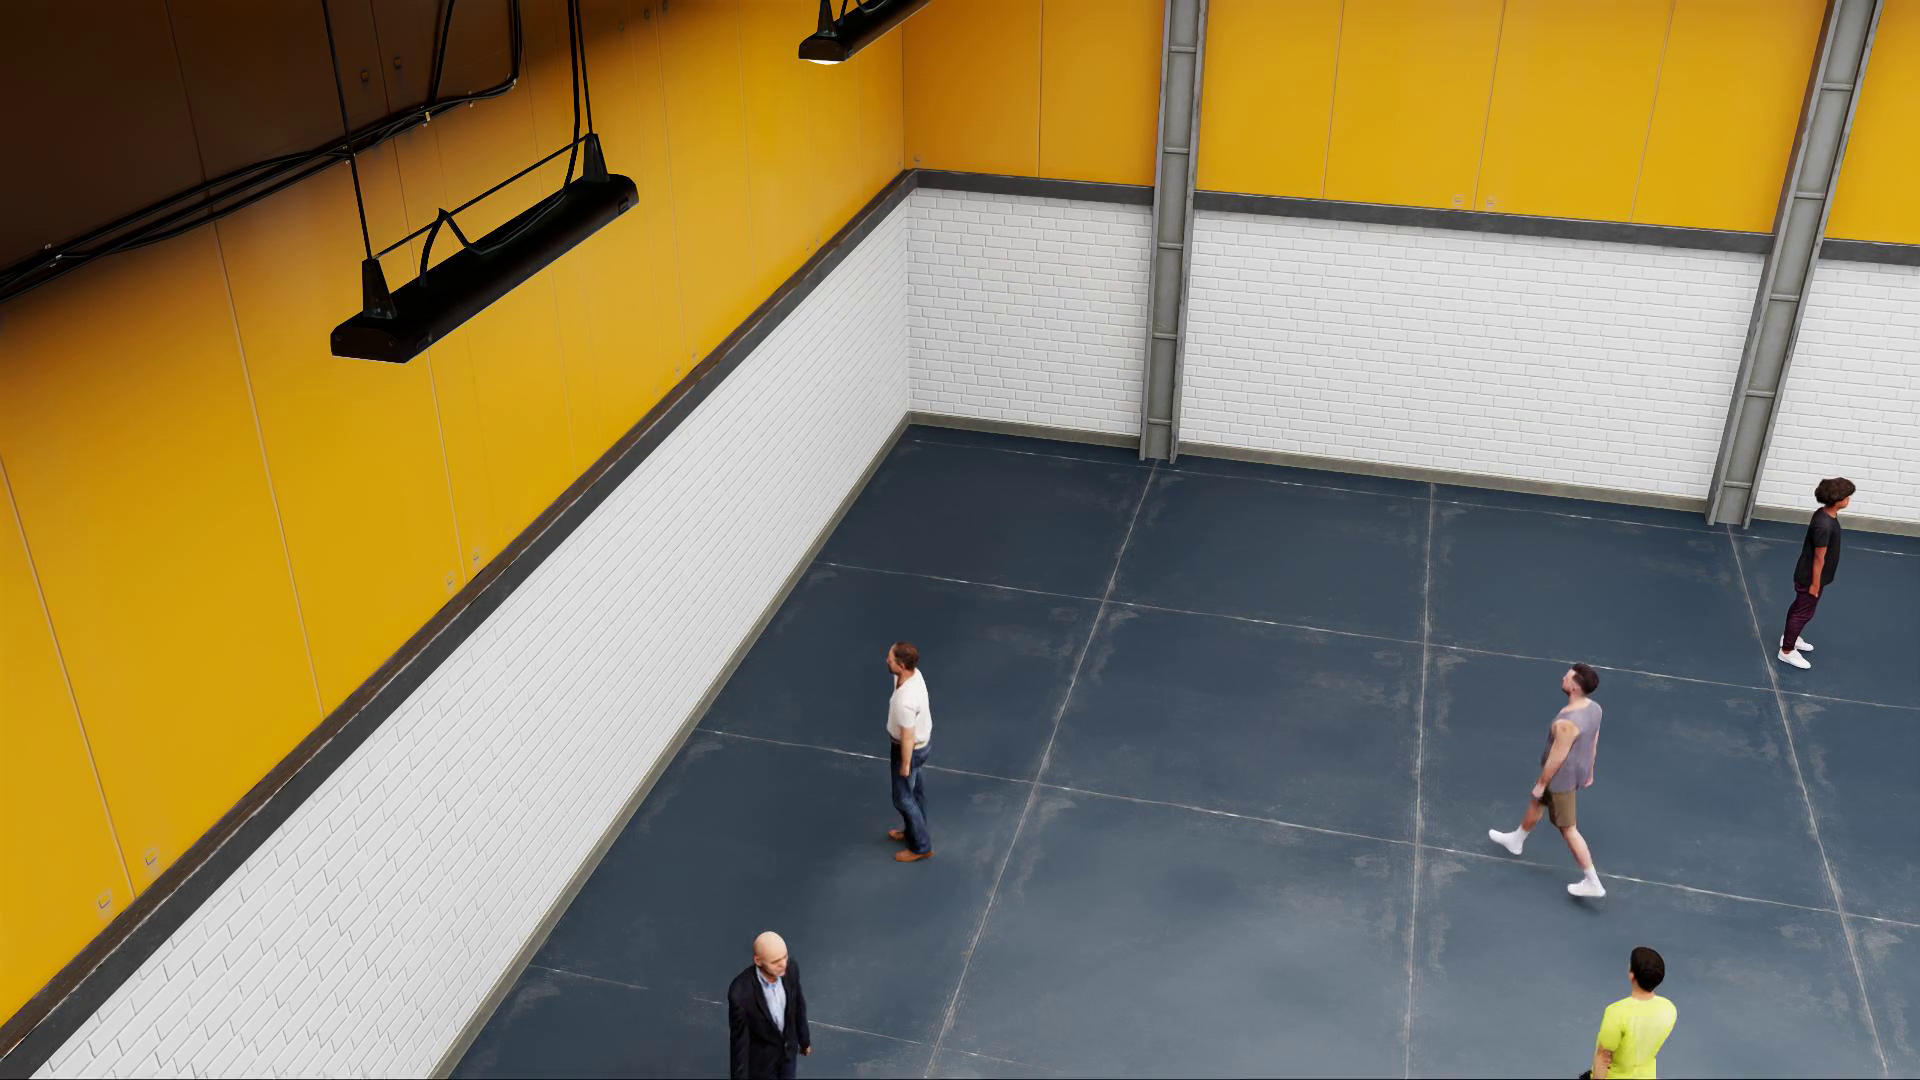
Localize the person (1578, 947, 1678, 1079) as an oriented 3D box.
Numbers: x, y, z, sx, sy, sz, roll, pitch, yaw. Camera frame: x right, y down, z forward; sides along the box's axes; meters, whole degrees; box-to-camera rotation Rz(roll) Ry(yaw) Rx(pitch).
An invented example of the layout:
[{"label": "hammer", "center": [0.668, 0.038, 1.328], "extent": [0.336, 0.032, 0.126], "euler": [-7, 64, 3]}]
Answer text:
[{"label": "person", "center": [3.865, 3.131, 9.572], "extent": [1.045, 1.677, 0.984], "euler": [-5, 29, -9]}]

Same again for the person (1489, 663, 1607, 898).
[{"label": "person", "center": [4.412, 1.751, 11.944], "extent": [1.058, 1.806, 1.302], "euler": [-25, 37, -37]}]

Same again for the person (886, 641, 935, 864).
[{"label": "person", "center": [-0.320, 1.545, 12.295], "extent": [0.658, 1.856, 0.707], "euler": [4, 29, 7]}]

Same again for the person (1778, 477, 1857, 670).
[{"label": "person", "center": [7.581, 0.250, 14.742], "extent": [0.635, 1.785, 0.676], "euler": [14, 32, 24]}]

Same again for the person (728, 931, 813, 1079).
[{"label": "person", "center": [-1.171, 2.972, 9.747], "extent": [0.863, 1.789, 0.849], "euler": [25, 37, 38]}]
